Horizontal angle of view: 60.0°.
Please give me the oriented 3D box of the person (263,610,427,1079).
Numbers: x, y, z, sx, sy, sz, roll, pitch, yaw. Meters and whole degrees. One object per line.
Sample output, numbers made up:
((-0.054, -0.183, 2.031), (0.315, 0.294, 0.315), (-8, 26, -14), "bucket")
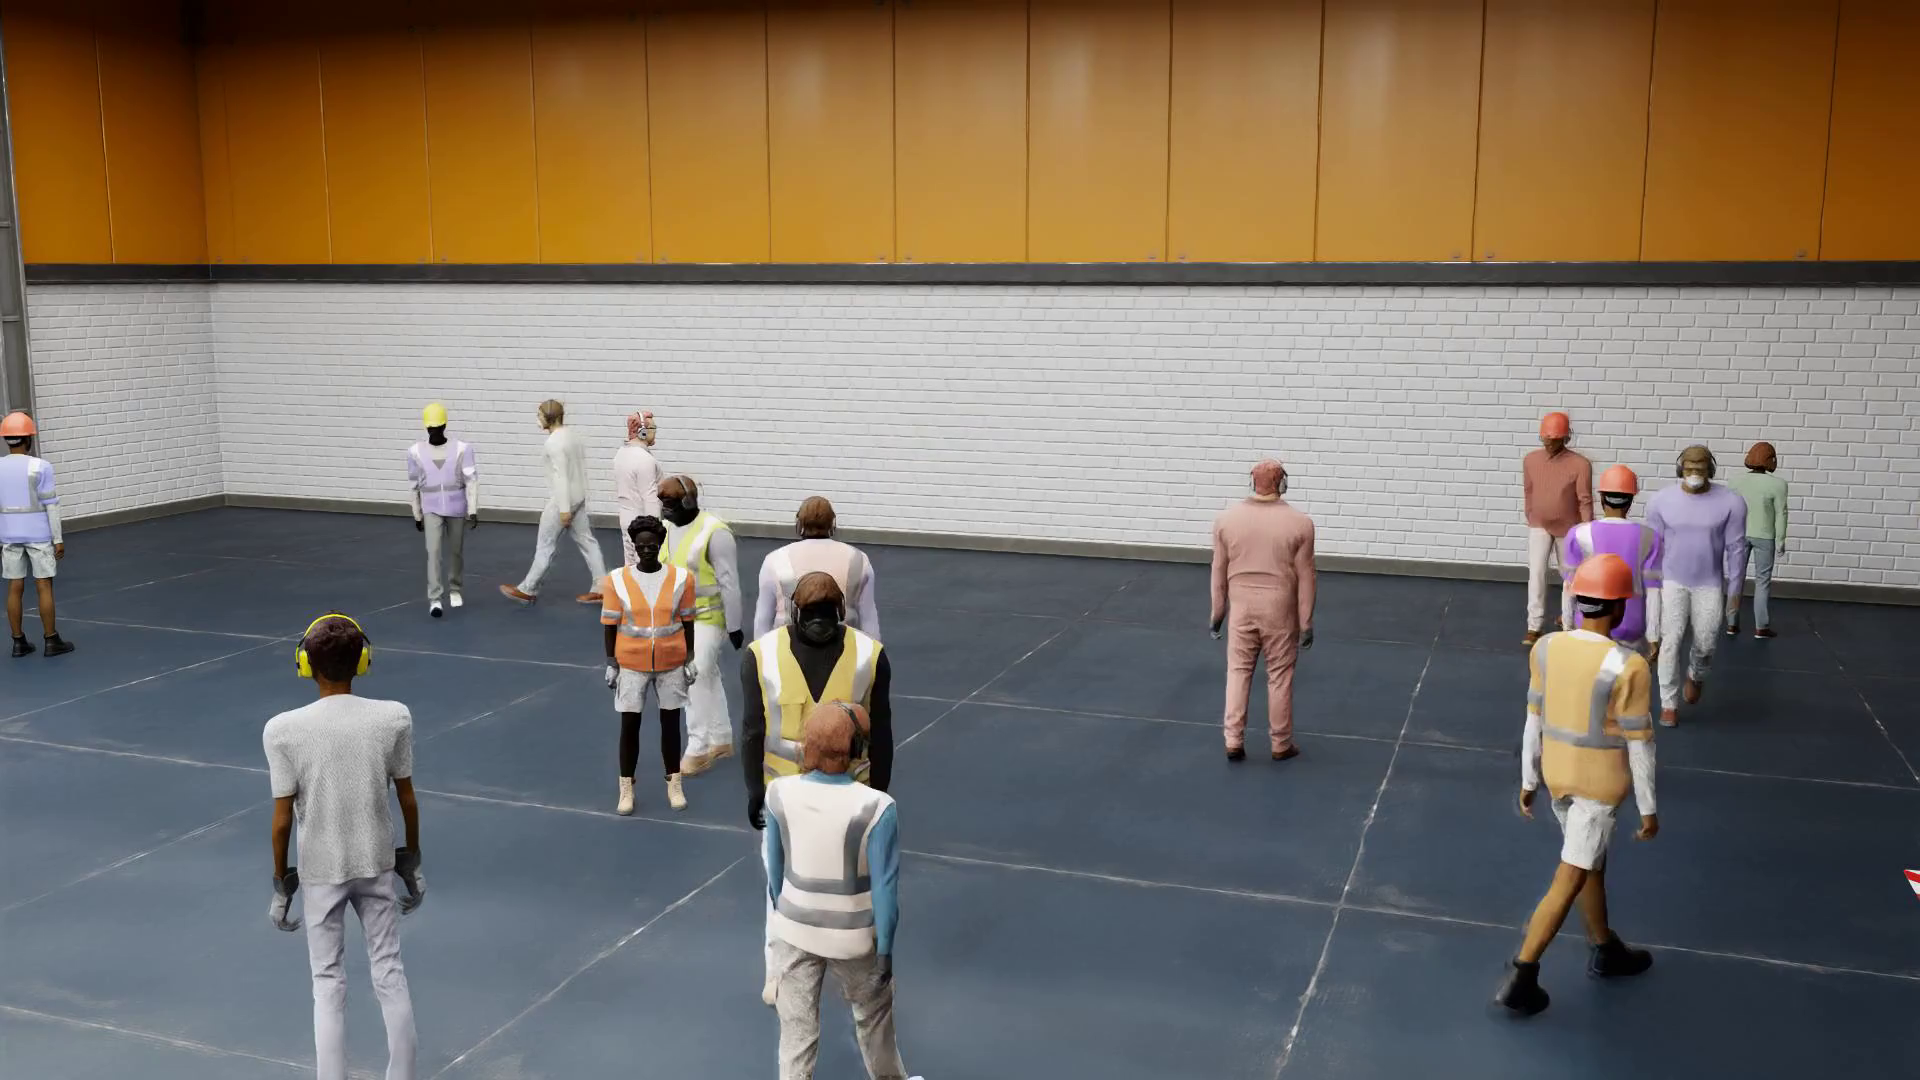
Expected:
((-2.147, 1.172, 5.831), (0.532, 1.868, 0.310), (-6, 11, -31), "person")

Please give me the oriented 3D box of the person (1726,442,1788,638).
((6.615, -0.003, 13.848), (0.274, 1.632, 0.503), (-8, 12, -42), "person")

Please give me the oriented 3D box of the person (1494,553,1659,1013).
((2.574, 0.994, 6.879), (0.977, 1.895, 0.559), (-5, 10, -28), "person")

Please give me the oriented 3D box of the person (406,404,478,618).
((-4.587, -0.269, 14.767), (0.597, 1.871, 1.010), (-3, 10, -16), "person")

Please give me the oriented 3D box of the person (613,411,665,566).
((-2.579, -0.102, 13.621), (0.409, 1.909, 0.642), (-6, 11, -33), "person")

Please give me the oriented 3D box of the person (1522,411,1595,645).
((4.997, -0.130, 13.799), (0.623, 1.926, 1.036), (7, 12, 38), "person")

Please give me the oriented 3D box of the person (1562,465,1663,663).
((3.875, 0.511, 9.897), (0.546, 1.896, 0.867), (2, 9, 13), "person")

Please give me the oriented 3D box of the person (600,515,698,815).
((-1.732, 0.694, 9.327), (0.539, 1.695, 0.318), (-3, 10, -16), "person")

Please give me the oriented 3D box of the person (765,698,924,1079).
((-0.402, 1.323, 5.686), (0.538, 1.602, 0.802), (4, 10, 22), "person")

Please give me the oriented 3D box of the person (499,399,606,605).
((-3.686, -0.338, 15.142), (1.022, 1.879, 0.649), (1, 9, 4), "person")

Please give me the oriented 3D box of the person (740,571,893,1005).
((-0.589, 1.025, 6.888), (0.627, 1.835, 0.432), (-1, 9, -5), "person")

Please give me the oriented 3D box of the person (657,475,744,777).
((-1.671, 0.509, 10.129), (0.736, 1.809, 0.645), (-9, 13, -43), "person")

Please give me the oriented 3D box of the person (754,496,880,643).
((-0.792, 0.667, 9.125), (0.663, 1.821, 0.536), (-3, 10, -15), "person")

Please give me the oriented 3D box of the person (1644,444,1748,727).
((4.921, 0.286, 11.189), (0.653, 1.911, 0.644), (4, 10, 24), "person")

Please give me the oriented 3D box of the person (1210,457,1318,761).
((1.890, 0.435, 10.325), (0.659, 1.913, 0.414), (4, 10, 25), "person")

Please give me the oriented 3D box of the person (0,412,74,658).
((-7.338, -0.035, 13.095), (0.545, 1.941, 0.350), (0, 9, -3), "person")
